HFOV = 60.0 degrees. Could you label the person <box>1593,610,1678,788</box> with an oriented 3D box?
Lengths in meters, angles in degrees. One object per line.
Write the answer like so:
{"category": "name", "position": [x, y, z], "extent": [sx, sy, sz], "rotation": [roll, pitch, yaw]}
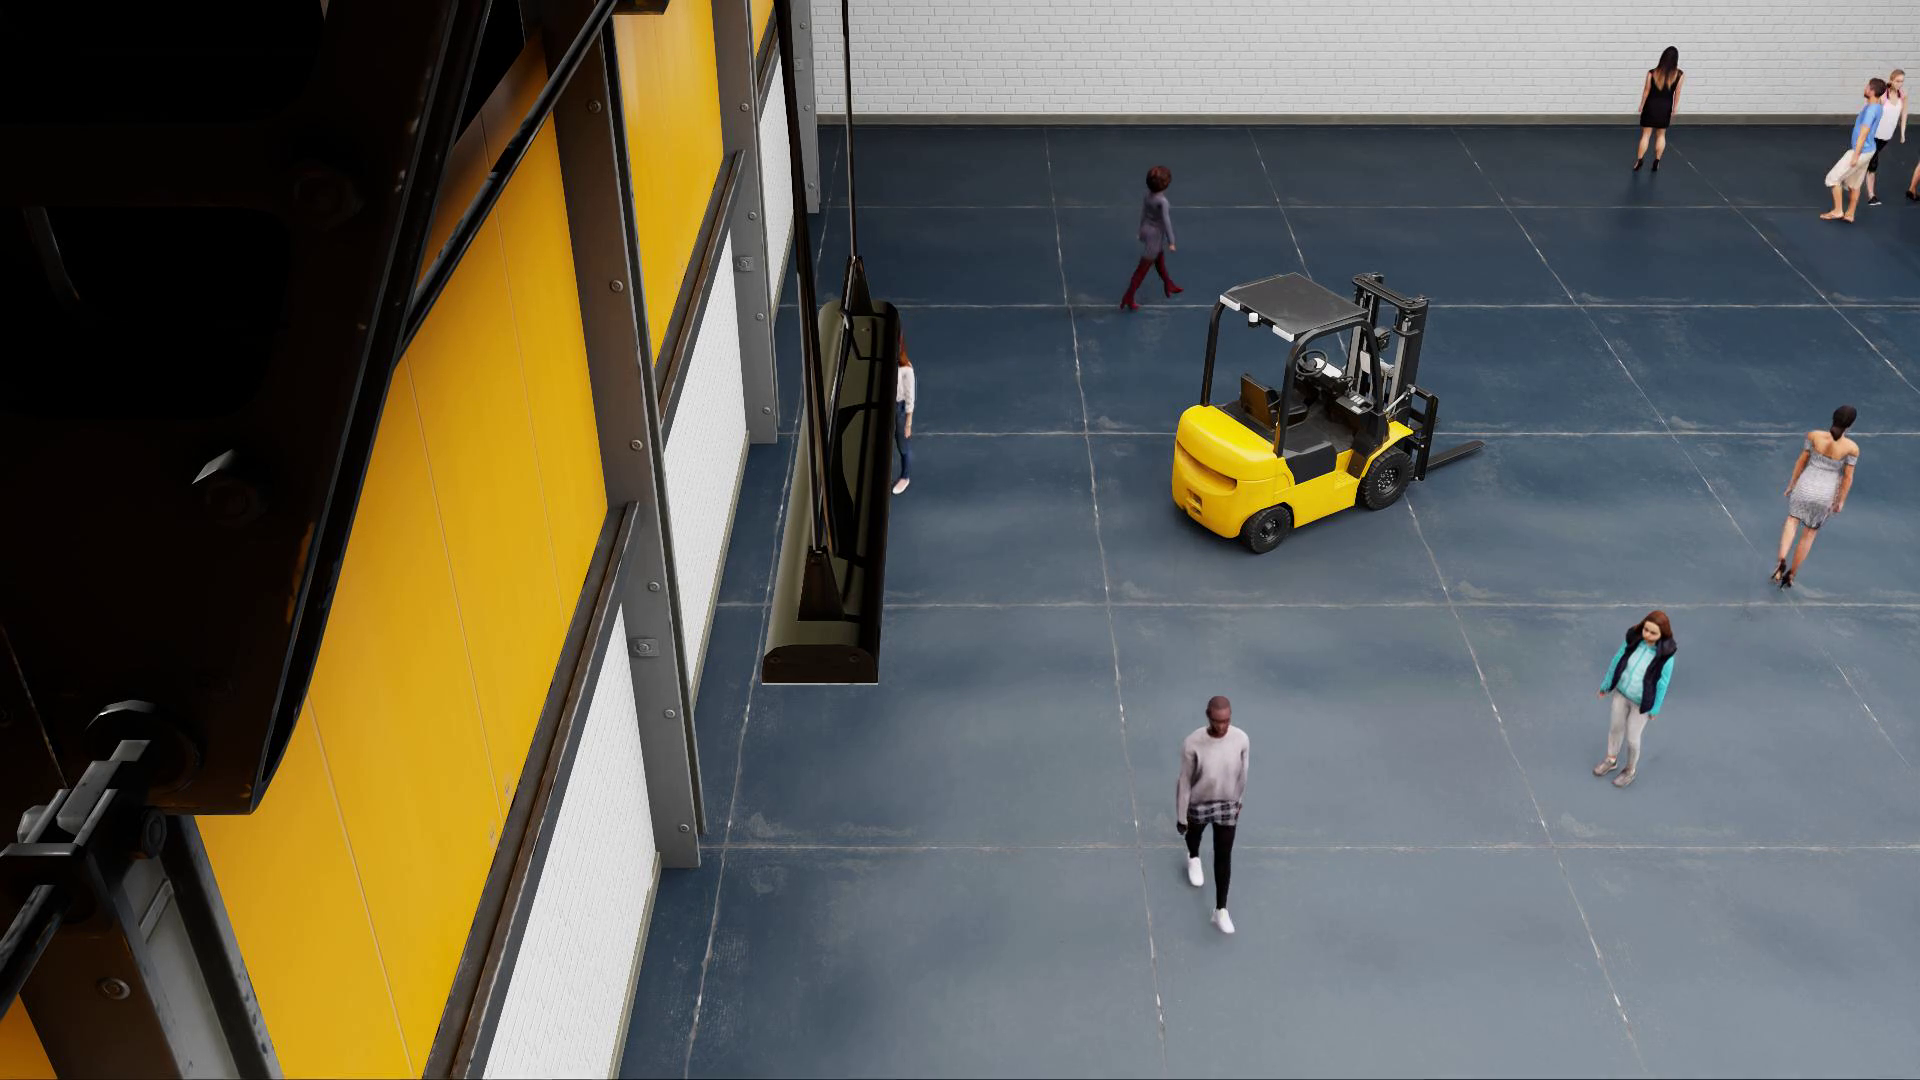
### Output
{"category": "person", "position": [5.033, 1.126, 12.352], "extent": [0.782, 1.495, 0.716], "rotation": [-21, 39, -29]}

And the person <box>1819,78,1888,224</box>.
{"category": "person", "position": [11.503, -4.895, 21.089], "extent": [0.865, 1.850, 0.801], "rotation": [26, 41, 33]}

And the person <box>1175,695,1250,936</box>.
{"category": "person", "position": [1.674, 1.706, 11.261], "extent": [0.684, 1.737, 1.099], "rotation": [-2, 34, -3]}

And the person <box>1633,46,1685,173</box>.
{"category": "person", "position": [9.512, -5.858, 22.658], "extent": [0.706, 1.717, 0.685], "rotation": [8, 34, 12]}

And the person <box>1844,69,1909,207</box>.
{"category": "person", "position": [12.003, -5.314, 21.818], "extent": [0.698, 1.742, 1.123], "rotation": [-3, 34, -5]}

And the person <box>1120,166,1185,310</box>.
{"category": "person", "position": [2.137, -3.409, 19.020], "extent": [0.982, 1.665, 1.130], "rotation": [-14, 36, -20]}

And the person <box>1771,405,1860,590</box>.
{"category": "person", "position": [7.275, -0.321, 14.245], "extent": [0.780, 1.810, 0.837], "rotation": [26, 41, 33]}
